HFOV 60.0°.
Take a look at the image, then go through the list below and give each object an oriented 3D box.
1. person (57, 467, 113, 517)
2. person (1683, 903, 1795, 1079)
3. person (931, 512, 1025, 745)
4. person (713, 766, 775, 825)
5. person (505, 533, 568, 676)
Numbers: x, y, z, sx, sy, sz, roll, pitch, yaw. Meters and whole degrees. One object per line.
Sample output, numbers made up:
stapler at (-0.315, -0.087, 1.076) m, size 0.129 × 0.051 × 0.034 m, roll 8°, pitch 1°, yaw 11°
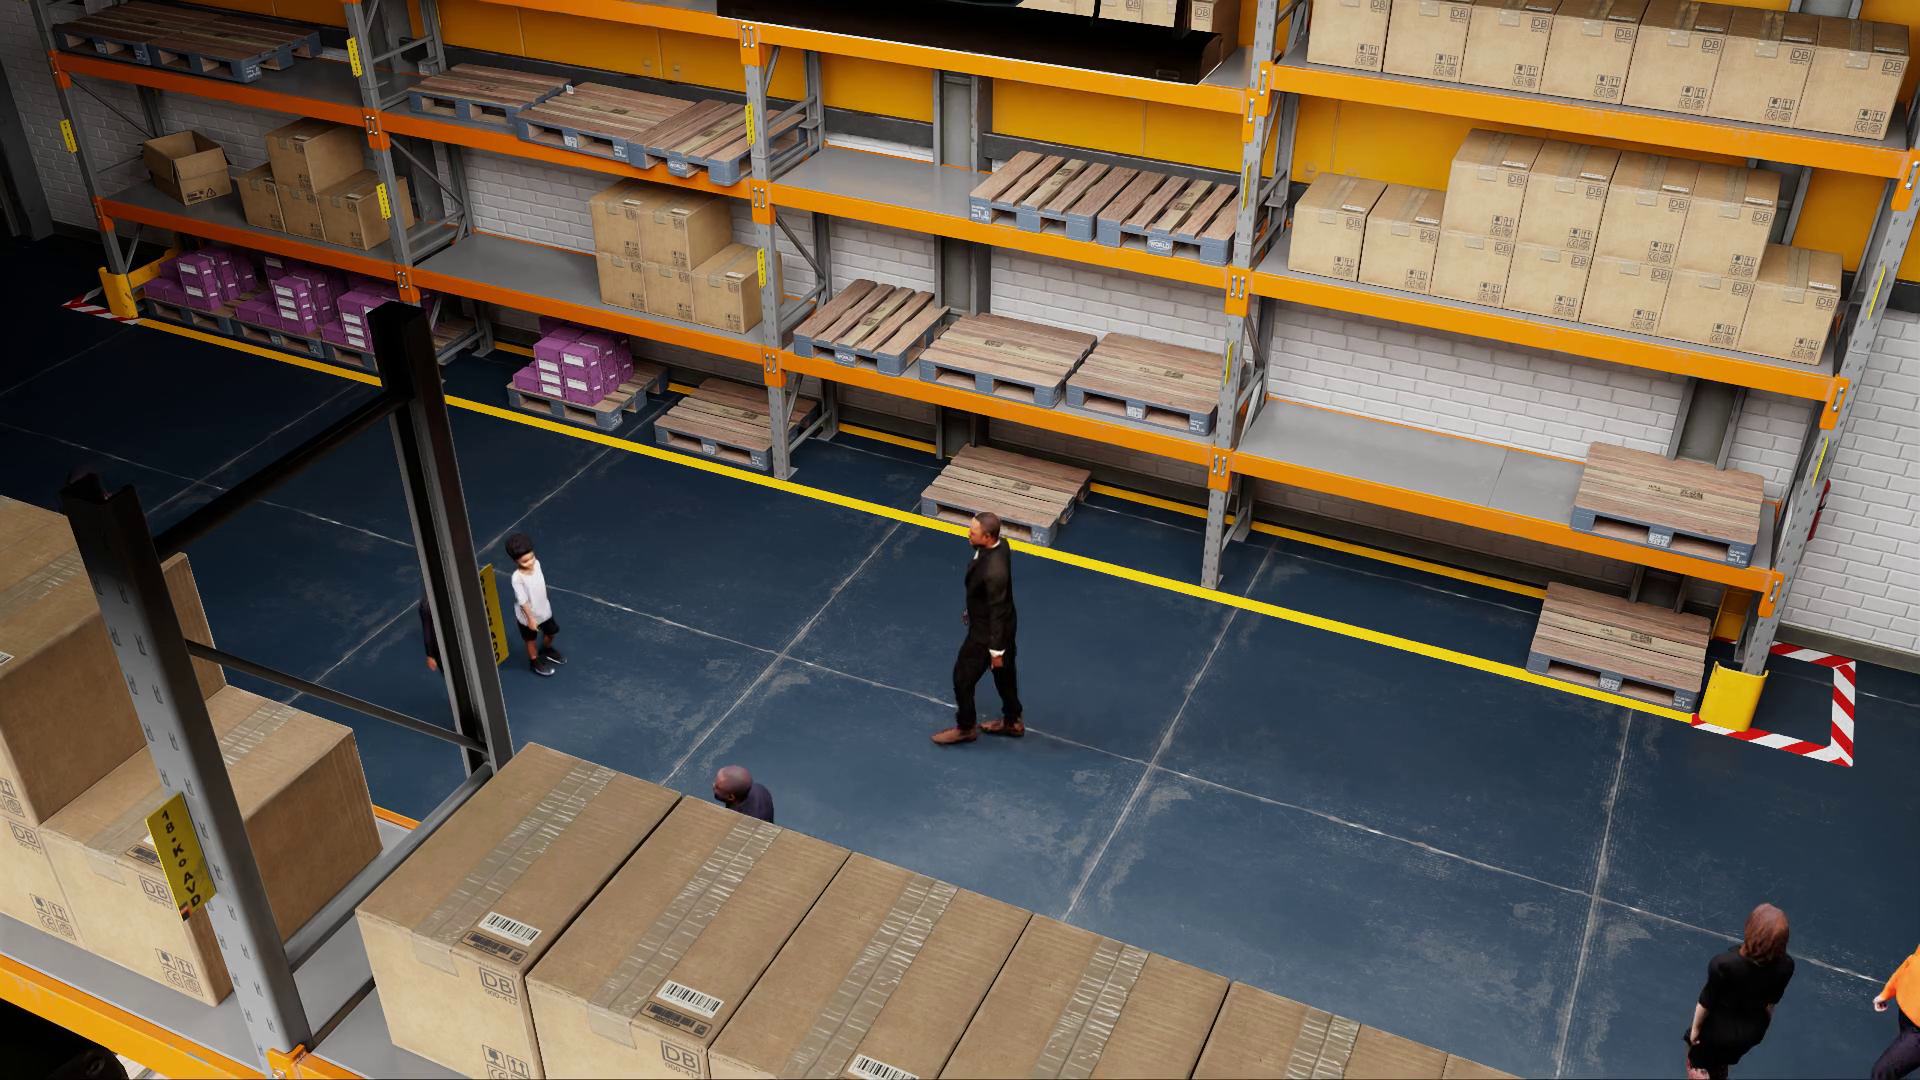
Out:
person at (-6.278, 0.163, 12.304) m, size 0.884 × 1.699 × 0.942 m, roll -8°, pitch 35°, yaw -12°
person at (4.031, 2.597, 8.649) m, size 0.873 × 1.692 × 0.848 m, roll 0°, pitch 34°, yaw 1°
person at (0.306, 0.622, 11.450) m, size 1.007 × 1.880 × 0.887 m, roll 4°, pitch 34°, yaw 6°
person at (-1.138, 1.989, 9.458) m, size 0.978 × 1.808 × 0.832 m, roll 6°, pitch 34°, yaw 9°
person at (-3.212, 0.468, 12.254) m, size 0.466 × 1.245 × 0.480 m, roll 13°, pitch 36°, yaw 19°
